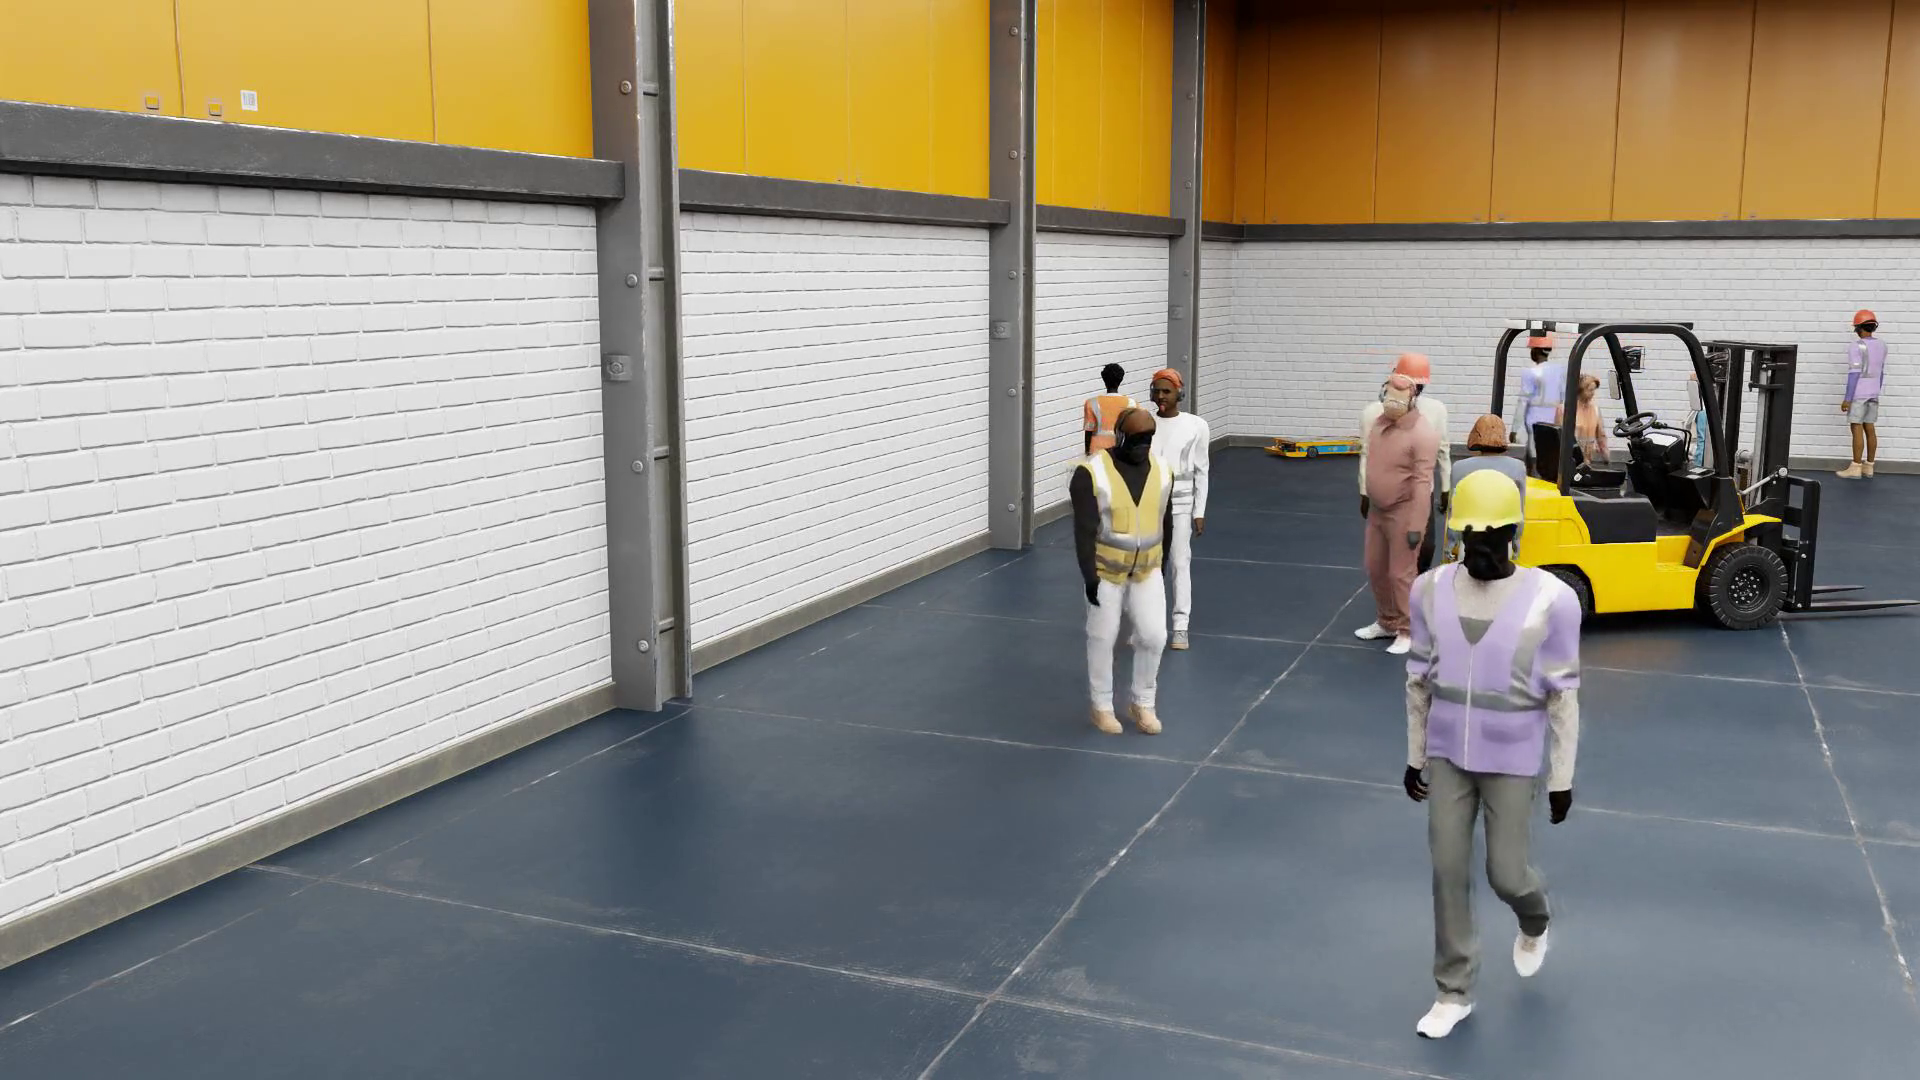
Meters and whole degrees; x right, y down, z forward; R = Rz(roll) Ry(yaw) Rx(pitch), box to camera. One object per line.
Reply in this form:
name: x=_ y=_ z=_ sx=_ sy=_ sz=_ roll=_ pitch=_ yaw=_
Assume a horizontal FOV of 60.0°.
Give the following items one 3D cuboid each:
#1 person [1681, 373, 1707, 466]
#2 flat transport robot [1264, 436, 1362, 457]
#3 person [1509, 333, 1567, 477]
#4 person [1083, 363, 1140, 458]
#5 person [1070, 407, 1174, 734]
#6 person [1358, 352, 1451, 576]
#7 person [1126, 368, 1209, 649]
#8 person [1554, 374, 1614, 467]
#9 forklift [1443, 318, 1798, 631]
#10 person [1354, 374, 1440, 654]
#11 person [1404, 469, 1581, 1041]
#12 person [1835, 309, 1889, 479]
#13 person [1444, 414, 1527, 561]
person: x=6.504 y=-0.662 z=14.663 sx=0.307 sy=1.641 sz=0.511 roll=3 pitch=10 yaw=20
flat transport robot: x=4.909 y=-1.273 z=22.508 sx=1.431 sy=0.197 sz=0.652 roll=-3 pitch=10 yaw=-16
person: x=5.879 y=-1.196 z=17.136 sx=0.569 sy=1.888 sz=0.957 roll=-6 pitch=11 yaw=-32
person: x=1.370 y=-0.750 z=15.050 sx=0.532 sy=1.691 sz=0.318 roll=-1 pitch=9 yaw=-5
person: x=0.896 y=0.181 z=9.059 sx=0.631 sy=1.813 sz=0.559 roll=-3 pitch=10 yaw=-17
person: x=3.131 y=-0.342 z=11.738 sx=0.656 sy=1.968 sz=0.451 roll=1 pitch=9 yaw=7
person: x=1.373 y=-0.207 z=11.174 sx=0.574 sy=1.883 sz=0.356 roll=3 pitch=10 yaw=19
person: x=5.547 y=-0.670 z=14.805 sx=0.539 sy=1.593 sz=0.844 roll=-5 pitch=11 yaw=-30
forklift: x=4.706 y=-0.497 z=11.990 sx=2.313 sy=2.155 sz=1.214 roll=-2 pitch=10 yaw=-10
person: x=2.891 y=-0.167 z=10.975 sx=0.461 sy=1.870 sz=0.676 roll=-4 pitch=10 yaw=-22
person: x=1.801 y=0.695 z=5.624 sx=0.596 sy=1.906 sz=0.667 roll=8 pitch=12 yaw=40
person: x=10.870 y=-1.754 z=20.073 sx=0.609 sy=2.040 sz=0.394 roll=-5 pitch=10 yaw=-26
person: x=3.336 y=0.015 z=10.584 sx=0.507 sy=1.633 sz=0.278 roll=-1 pitch=9 yaw=-6
